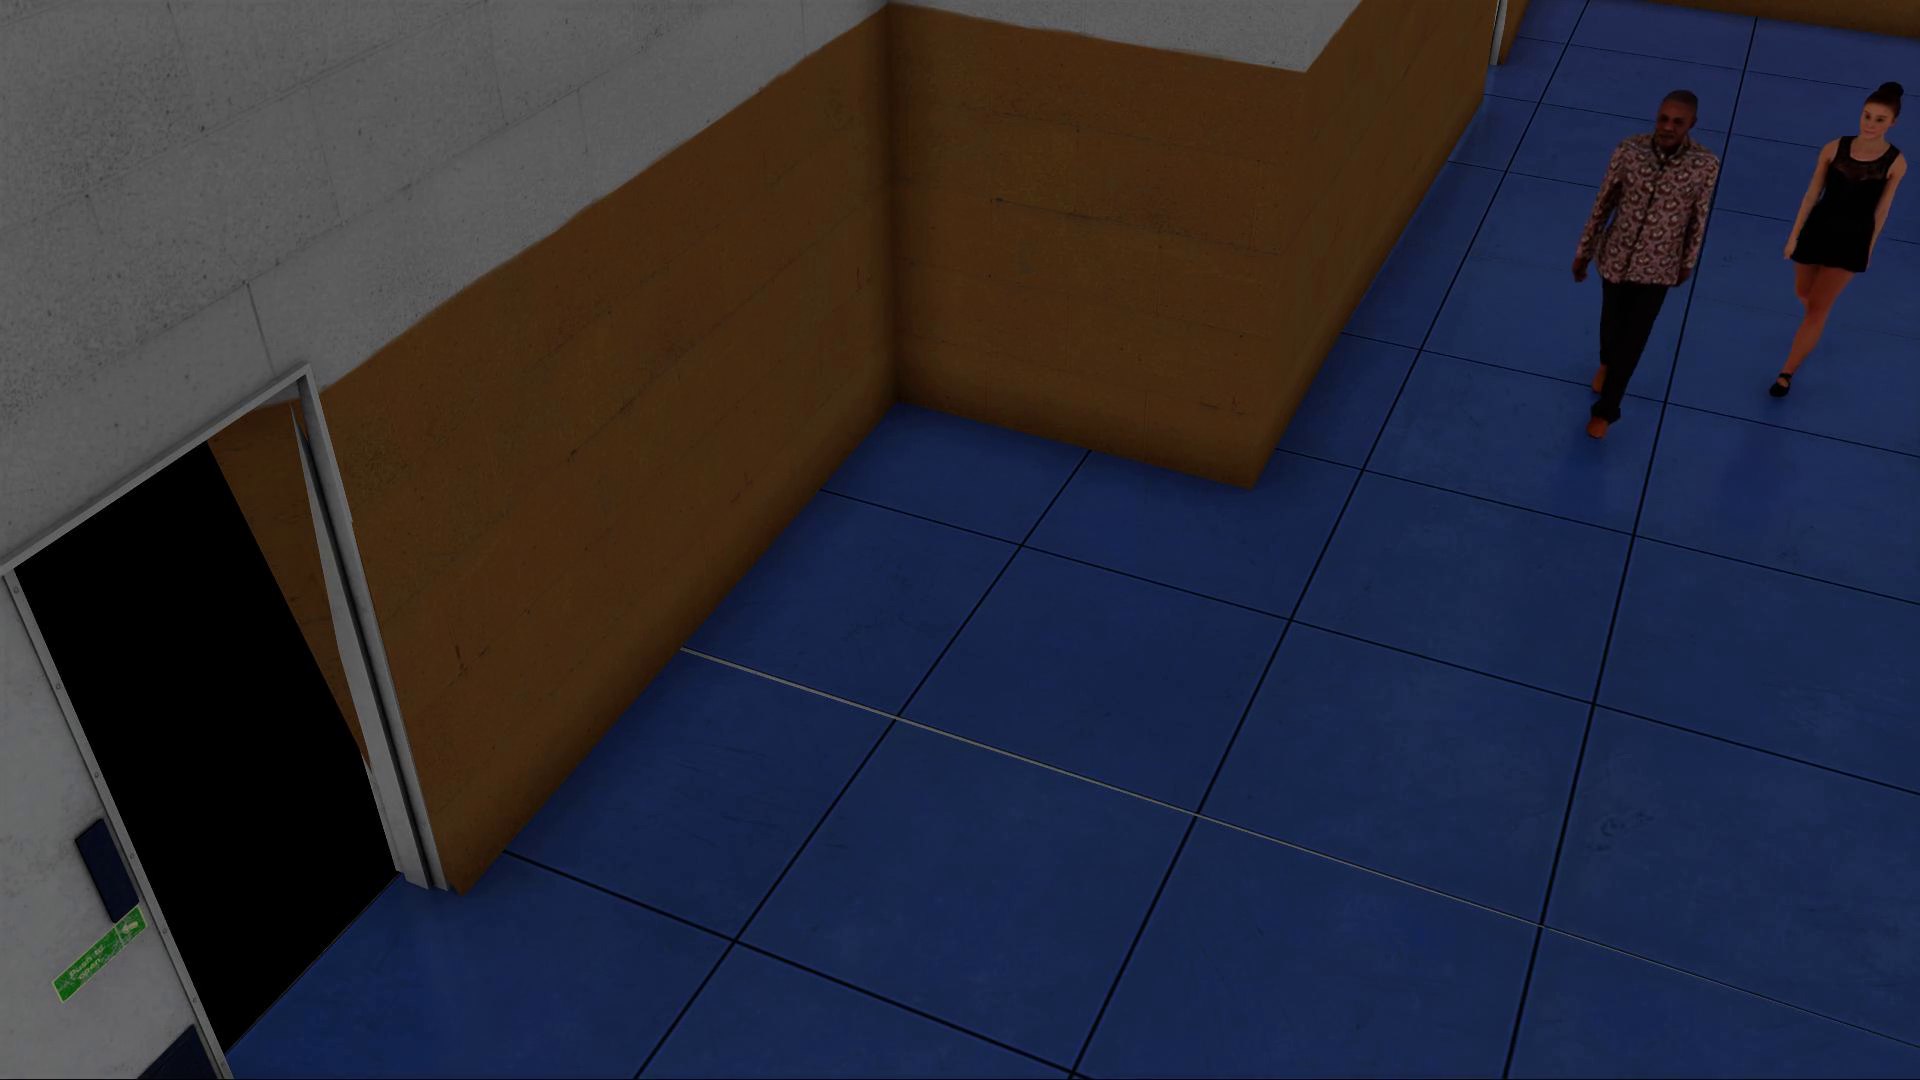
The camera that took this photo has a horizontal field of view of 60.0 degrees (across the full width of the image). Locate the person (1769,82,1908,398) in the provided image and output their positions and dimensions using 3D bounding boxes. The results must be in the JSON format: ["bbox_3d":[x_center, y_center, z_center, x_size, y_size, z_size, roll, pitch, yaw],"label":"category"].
[{"bbox_3d":[4.671,-1.616,8.839,1.070,1.646,0.815,26,44,31],"label":"person"}]

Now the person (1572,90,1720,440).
[{"bbox_3d":[3.498,-1.461,8.540,1.135,1.757,0.864,21,42,25],"label":"person"}]
